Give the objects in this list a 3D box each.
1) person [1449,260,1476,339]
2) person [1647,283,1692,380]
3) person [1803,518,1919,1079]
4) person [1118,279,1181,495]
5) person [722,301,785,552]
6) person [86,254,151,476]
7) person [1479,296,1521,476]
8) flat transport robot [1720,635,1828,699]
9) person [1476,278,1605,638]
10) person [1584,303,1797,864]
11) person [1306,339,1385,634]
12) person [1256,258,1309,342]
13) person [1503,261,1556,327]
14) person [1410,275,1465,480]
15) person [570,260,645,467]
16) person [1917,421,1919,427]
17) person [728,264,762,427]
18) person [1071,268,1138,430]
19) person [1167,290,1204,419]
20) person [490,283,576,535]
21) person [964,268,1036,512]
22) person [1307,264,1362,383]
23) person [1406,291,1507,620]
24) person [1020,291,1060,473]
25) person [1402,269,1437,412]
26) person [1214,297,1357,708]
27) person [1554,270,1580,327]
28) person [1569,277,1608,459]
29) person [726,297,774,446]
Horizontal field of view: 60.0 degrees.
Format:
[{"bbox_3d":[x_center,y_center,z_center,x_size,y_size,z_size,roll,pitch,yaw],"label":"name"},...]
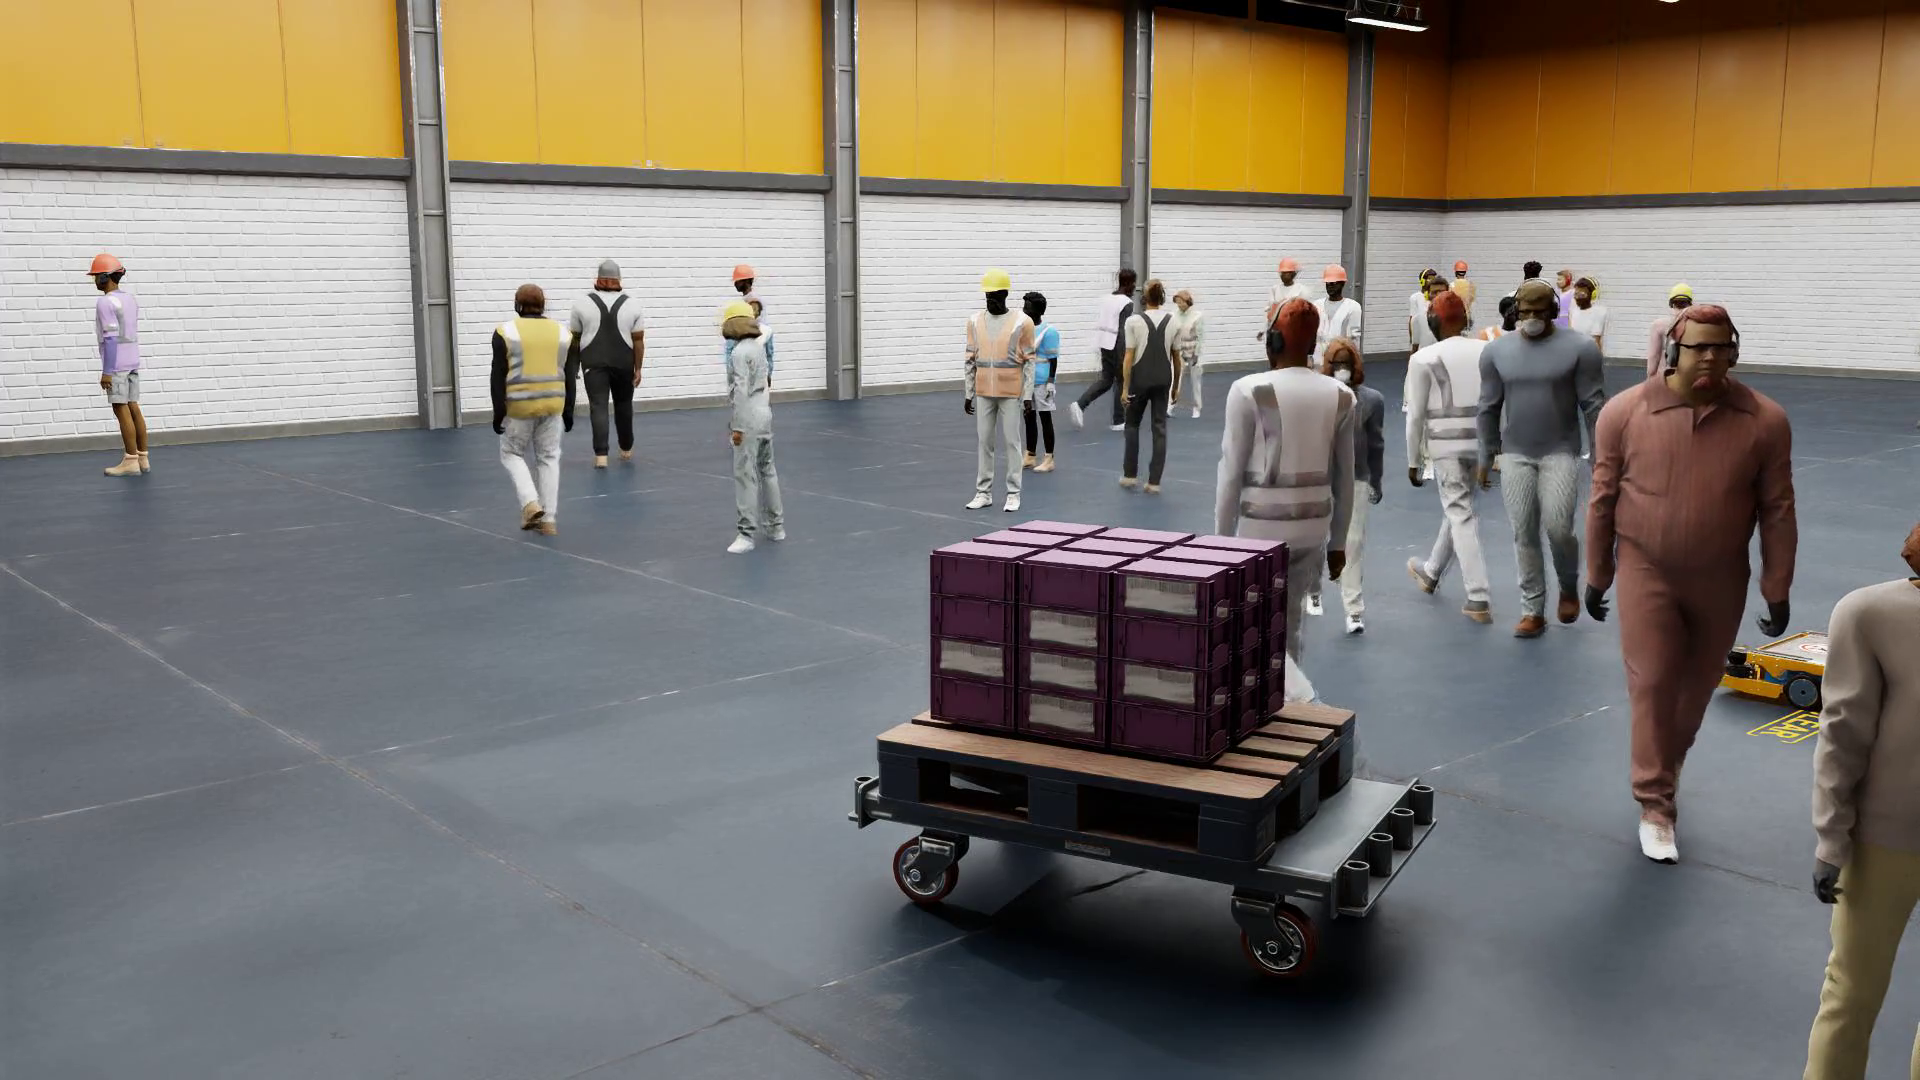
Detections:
[{"bbox_3d":[8.833,-3.966,29.447,0.547,1.942,0.350,0,10,1],"label":"person"},{"bbox_3d":[6.810,-1.550,15.826,0.533,1.765,0.330,3,10,15],"label":"person"},{"bbox_3d":[1.991,0.639,3.389,0.498,1.633,0.280,1,10,7],"label":"person"},{"bbox_3d":[1.609,-1.317,14.284,0.555,1.820,0.750,-2,10,-10],"label":"person"},{"bbox_3d":[-1.491,-0.796,11.593,0.346,1.709,0.746,3,10,15],"label":"person"},{"bbox_3d":[-7.793,-1.609,15.354,0.392,2.041,0.615,-1,10,-4],"label":"person"},{"bbox_3d":[5.054,-1.413,15.334,0.540,1.643,0.884,0,10,-2],"label":"person"},{"bbox_3d":[4.208,0.638,7.379,0.652,0.197,1.431,-8,13,-41],"label":"flat transport robot"},{"bbox_3d":[3.092,-0.436,8.860,0.657,1.913,0.502,7,12,35],"label":"person"},{"bbox_3d":[2.542,0.104,5.848,0.653,1.873,0.927,2,10,13],"label":"person"},{"bbox_3d":[2.056,-0.307,9.081,0.537,1.583,0.860,1,10,6],"label":"person"},{"bbox_3d":[4.562,-2.941,23.339,1.078,1.988,0.627,-9,13,-42],"label":"person"},{"bbox_3d":[6.862,-2.378,20.078,0.602,1.967,0.366,4,10,22],"label":"person"},{"bbox_3d":[4.371,-1.495,15.231,0.523,1.856,0.664,2,10,9],"label":"person"},{"bbox_3d":[-3.430,-1.754,16.210,0.697,2.000,1.039,-2,10,-14],"label":"person"},{"bbox_3d":[11.711,-2.265,19.569,1.027,1.927,0.712,-6,11,-32],"label":"person"},{"bbox_3d":[-2.525,-2.266,19.541,0.416,1.932,0.555,-2,10,-10],"label":"person"},{"bbox_3d":[1.701,-2.183,19.189,0.767,1.879,0.655,-4,11,-23],"label":"person"},{"bbox_3d":[2.750,-2.271,20.526,0.512,1.594,0.907,5,11,28],"label":"person"},{"bbox_3d":[-3.090,-0.940,12.061,0.646,1.828,0.441,-7,12,-35],"label":"person"},{"bbox_3d":[0.301,-1.182,13.193,0.592,1.925,0.385,4,11,24],"label":"person"},{"bbox_3d":[3.764,-1.809,16.829,0.542,1.939,0.361,6,11,31],"label":"person"},{"bbox_3d":[2.839,-0.504,9.536,0.650,1.816,1.013,-3,10,-15],"label":"person"},{"bbox_3d":[0.710,-1.476,15.589,0.317,1.695,0.540,-7,12,-37],"label":"person"},{"bbox_3d":[6.004,-2.577,21.575,0.506,1.861,0.329,-7,12,-36],"label":"person"},{"bbox_3d":[1.302,-0.012,6.527,0.600,1.869,0.681,-4,11,-24],"label":"person"},{"bbox_3d":[8.593,-2.964,23.957,0.907,1.804,0.594,-2,10,-11],"label":"person"},{"bbox_3d":[6.083,-1.671,16.415,0.955,1.814,0.482,-5,11,-27],"label":"person"},{"bbox_3d":[-2.169,-1.688,17.082,0.515,1.610,0.746,-3,10,-20],"label":"person"}]
